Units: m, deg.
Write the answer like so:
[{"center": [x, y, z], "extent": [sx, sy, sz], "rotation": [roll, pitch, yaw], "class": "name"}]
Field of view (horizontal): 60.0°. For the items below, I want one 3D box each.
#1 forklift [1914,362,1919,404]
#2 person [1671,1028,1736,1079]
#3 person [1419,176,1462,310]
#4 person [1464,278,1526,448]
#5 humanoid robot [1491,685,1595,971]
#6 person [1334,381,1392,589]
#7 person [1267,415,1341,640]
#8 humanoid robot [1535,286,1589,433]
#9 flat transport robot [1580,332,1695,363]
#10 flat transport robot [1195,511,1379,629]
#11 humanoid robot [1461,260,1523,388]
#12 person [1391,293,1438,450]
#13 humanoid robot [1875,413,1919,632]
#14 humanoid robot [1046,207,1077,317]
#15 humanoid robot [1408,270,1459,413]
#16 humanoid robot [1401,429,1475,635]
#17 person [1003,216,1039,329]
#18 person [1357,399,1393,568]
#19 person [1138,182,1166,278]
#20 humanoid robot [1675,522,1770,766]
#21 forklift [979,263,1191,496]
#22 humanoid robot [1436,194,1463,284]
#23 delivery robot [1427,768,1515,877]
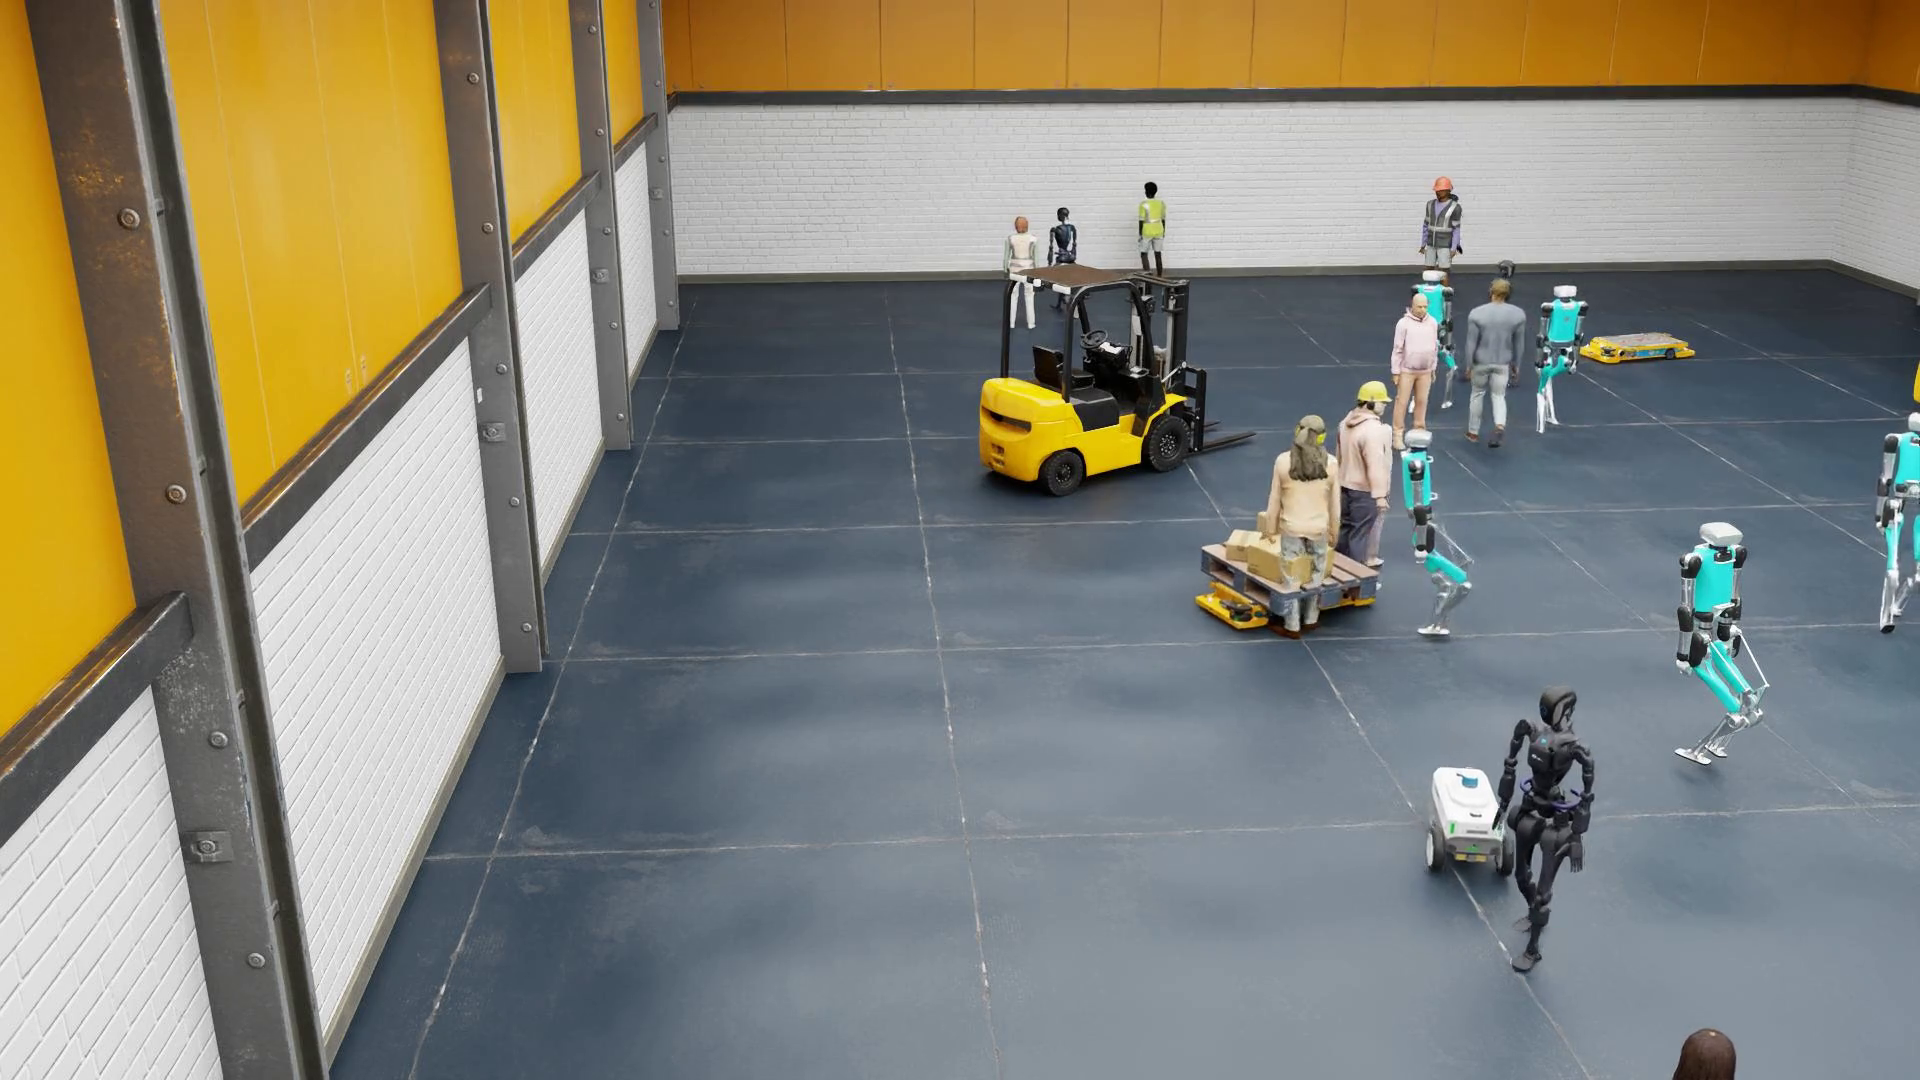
[{"center": [12.602, -2.435, 19.475], "extent": [2.313, 2.155, 1.214], "rotation": [-1, 20, -4], "class": "forklift"}, {"center": [2.697, 2.637, 6.277], "extent": [0.470, 1.764, 0.365], "rotation": [12, 23, 30], "class": "person"}, {"center": [7.279, -4.504, 25.328], "extent": [0.379, 2.041, 0.614], "rotation": [-17, 26, -38], "class": "person"}, {"center": [5.966, -1.957, 18.597], "extent": [0.641, 1.915, 0.785], "rotation": [3, 20, 8], "class": "person"}, {"center": [3.273, 1.566, 9.345], "extent": [0.593, 1.643, 0.601], "rotation": [-14, 24, -33], "class": "humanoid robot"}, {"center": [3.509, -0.486, 14.637], "extent": [0.421, 1.864, 0.798], "rotation": [-5, 21, -13], "class": "person"}, {"center": [2.812, -0.110, 13.634], "extent": [0.580, 1.856, 0.509], "rotation": [3, 20, 7], "class": "person"}, {"center": [6.816, -2.081, 19.217], "extent": [0.555, 1.826, 0.785], "rotation": [-1, 20, -2], "class": "humanoid robot"}, {"center": [9.260, -2.628, 22.787], "extent": [1.431, 0.231, 0.659], "rotation": [-6, 21, -16], "class": "flat transport robot"}, {"center": [2.811, 0.470, 14.346], "extent": [1.431, 0.231, 0.659], "rotation": [-9, 22, -24], "class": "flat transport robot"}, {"center": [6.849, -2.759, 21.178], "extent": [0.792, 1.627, 0.586], "rotation": [8, 22, 22], "class": "humanoid robot"}, {"center": [5.063, -1.889, 18.594], "extent": [0.537, 1.774, 0.416], "rotation": [-4, 21, -10], "class": "person"}, {"center": [7.892, -0.069, 13.824], "extent": [0.550, 1.877, 0.821], "rotation": [8, 22, 22], "class": "humanoid robot"}, {"center": [1.538, -4.186, 25.058], "extent": [0.589, 1.636, 0.759], "rotation": [-17, 26, -38], "class": "humanoid robot"}, {"center": [5.804, -2.408, 20.130], "extent": [0.531, 1.790, 0.866], "rotation": [17, 26, 39], "class": "humanoid robot"}, {"center": [3.914, 0.040, 13.556], "extent": [0.759, 1.885, 0.545], "rotation": [5, 21, 12], "class": "humanoid robot"}, {"center": [0.891, -3.902, 24.294], "extent": [0.525, 1.628, 0.322], "rotation": [2, 20, 6], "class": "person"}, {"center": [3.666, -0.554, 14.971], "extent": [0.557, 1.743, 0.652], "rotation": [16, 26, 37], "class": "person"}, {"center": [3.129, -5.002, 27.212], "extent": [0.551, 1.680, 0.359], "rotation": [-10, 22, -24], "class": "person"}, {"center": [5.206, 0.754, 11.249], "extent": [0.533, 1.677, 0.735], "rotation": [-9, 22, -23], "class": "humanoid robot"}, {"center": [1.315, -1.764, 17.646], "extent": [2.313, 2.155, 1.214], "rotation": [-14, 24, -33], "class": "forklift"}, {"center": [7.691, -4.628, 26.199], "extent": [0.611, 1.644, 0.381], "rotation": [-15, 25, -35], "class": "humanoid robot"}, {"center": [3.185, 1.732, 10.460], "extent": [0.499, 0.573, 0.759], "rotation": [2, 20, 6], "class": "delivery robot"}]
